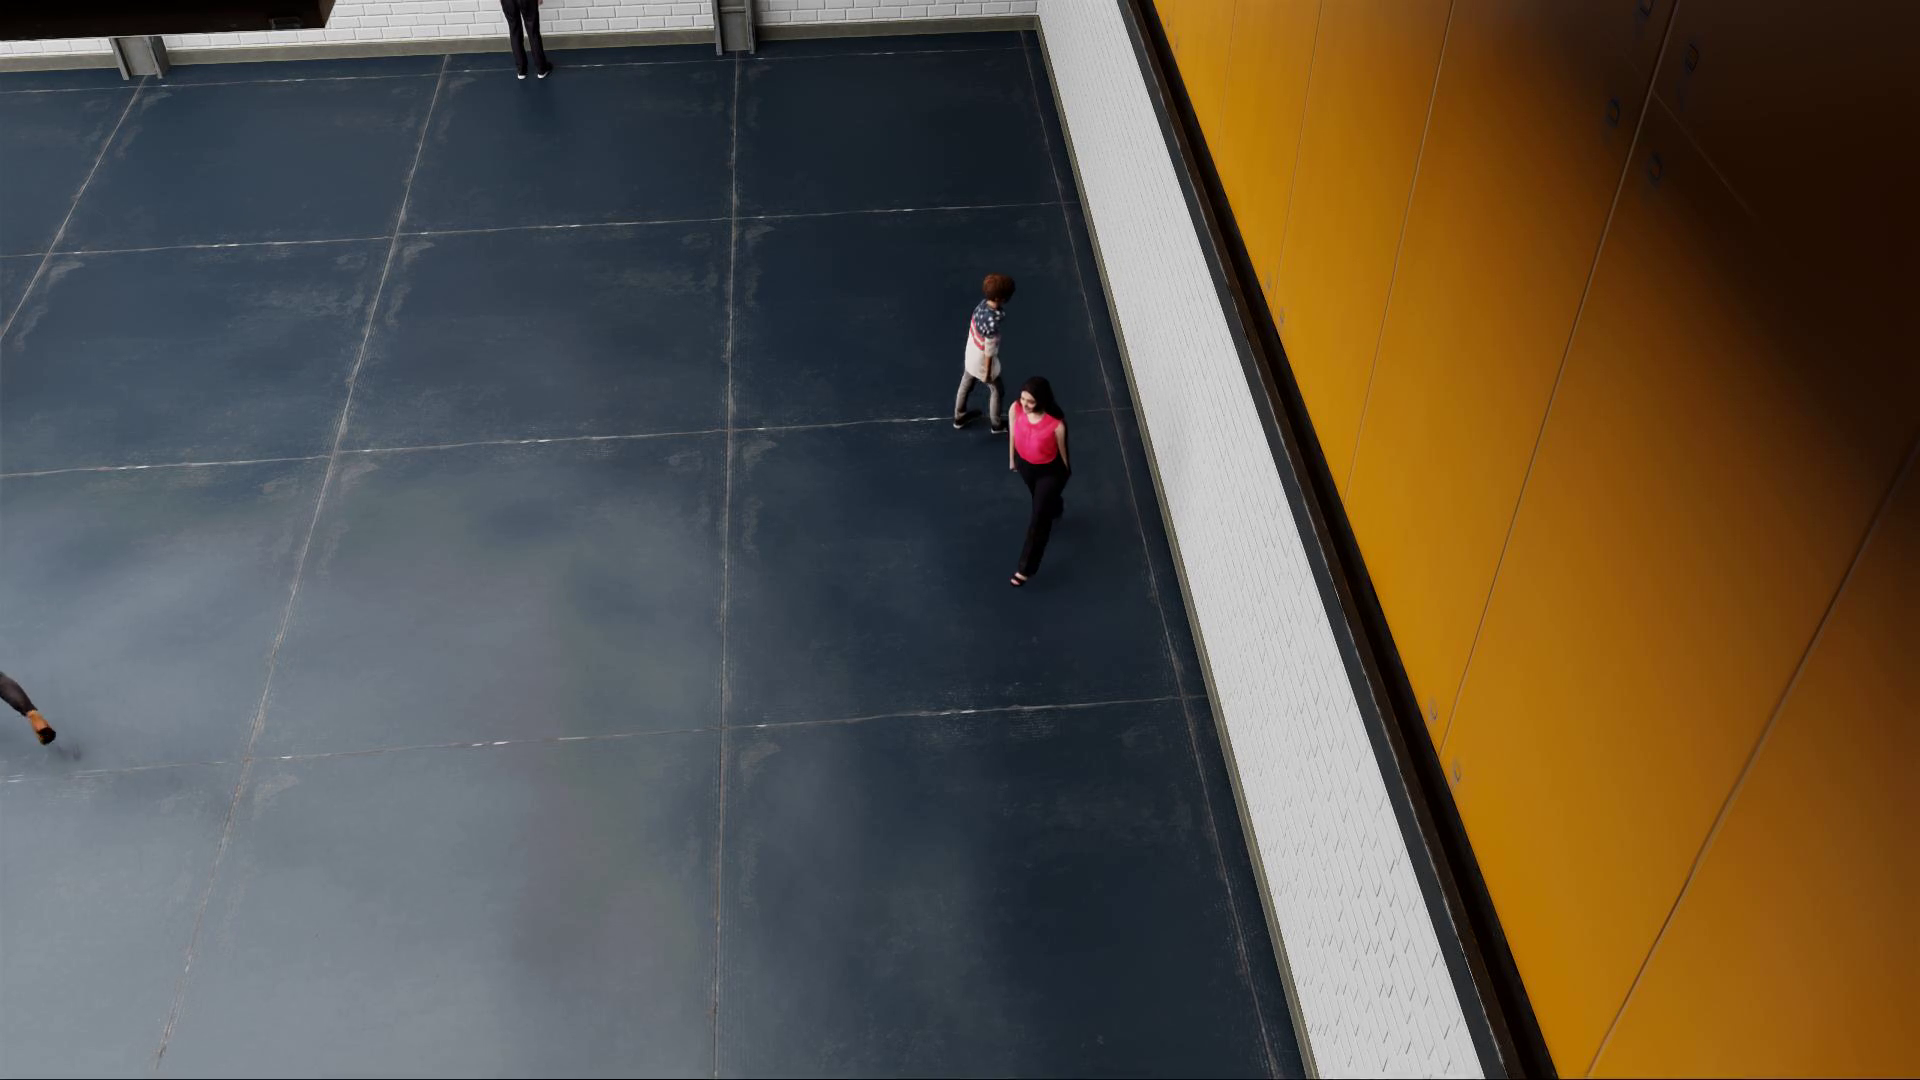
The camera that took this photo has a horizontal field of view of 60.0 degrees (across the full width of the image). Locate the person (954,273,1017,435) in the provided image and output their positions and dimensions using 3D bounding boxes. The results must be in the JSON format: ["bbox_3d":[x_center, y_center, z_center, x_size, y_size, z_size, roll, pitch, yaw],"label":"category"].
[{"bbox_3d":[0.130,-1.373,12.397,0.754,1.418,0.588,-13,45,-13],"label":"person"}]

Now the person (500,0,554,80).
[{"bbox_3d":[-4.365,-5.391,16.375,0.486,1.748,0.645,0,44,0],"label":"person"}]

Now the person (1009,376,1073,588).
[{"bbox_3d":[0.586,-0.505,11.348,1.075,1.608,1.086,26,50,25],"label":"person"}]
